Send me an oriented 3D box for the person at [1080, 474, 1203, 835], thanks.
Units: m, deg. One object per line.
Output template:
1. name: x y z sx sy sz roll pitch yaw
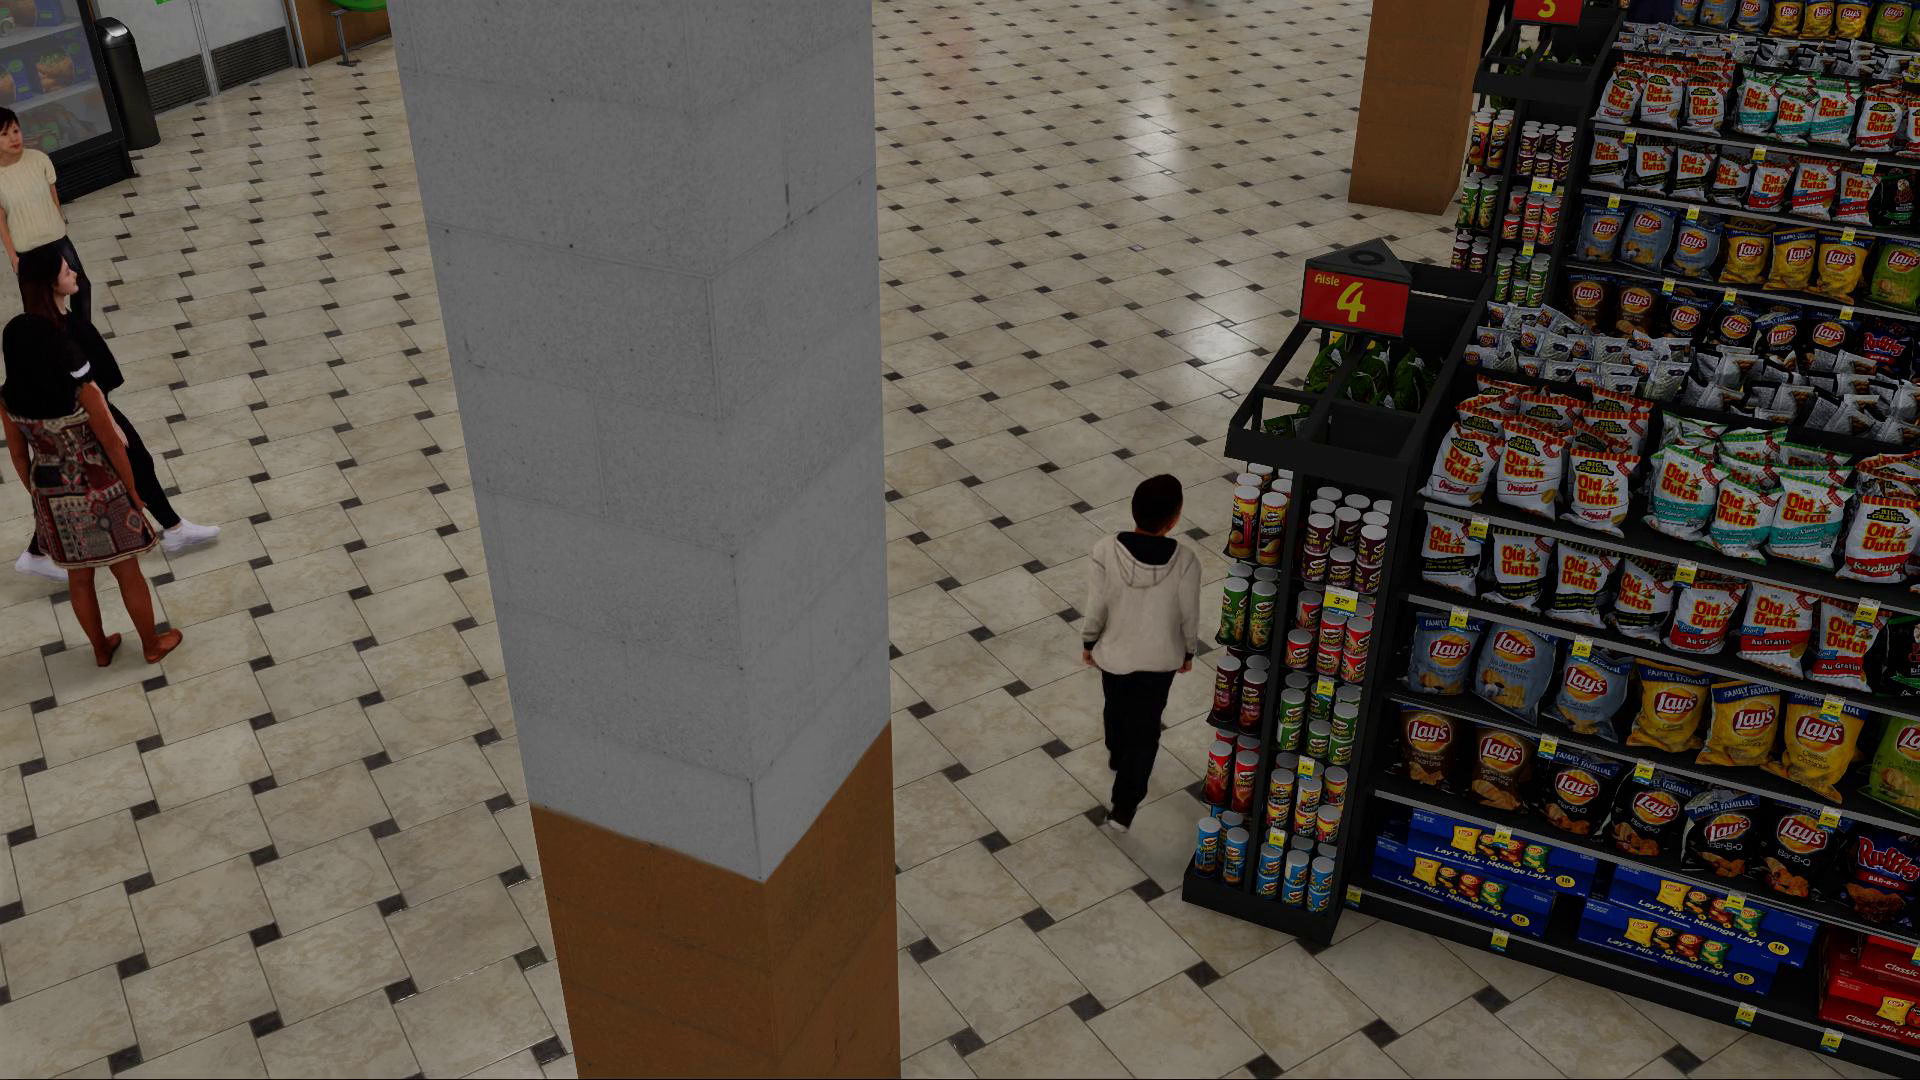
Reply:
1. person: 0.651 0.455 6.205 0.904 1.434 0.711 10 33 15

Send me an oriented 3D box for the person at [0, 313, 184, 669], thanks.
1. person: -3.730 -0.190 7.044 0.650 1.645 0.785 -2 32 -4

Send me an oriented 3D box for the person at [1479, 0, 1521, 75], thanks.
1. person: 4.791 -4.763 14.458 1.063 1.576 0.948 2 32 4

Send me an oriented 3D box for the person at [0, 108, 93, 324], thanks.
1. person: -5.330 -1.712 9.552 0.673 1.579 0.691 -28 41 -37

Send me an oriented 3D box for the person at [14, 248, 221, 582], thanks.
1. person: -4.083 -0.515 7.606 1.052 1.601 1.145 -20 37 -28
